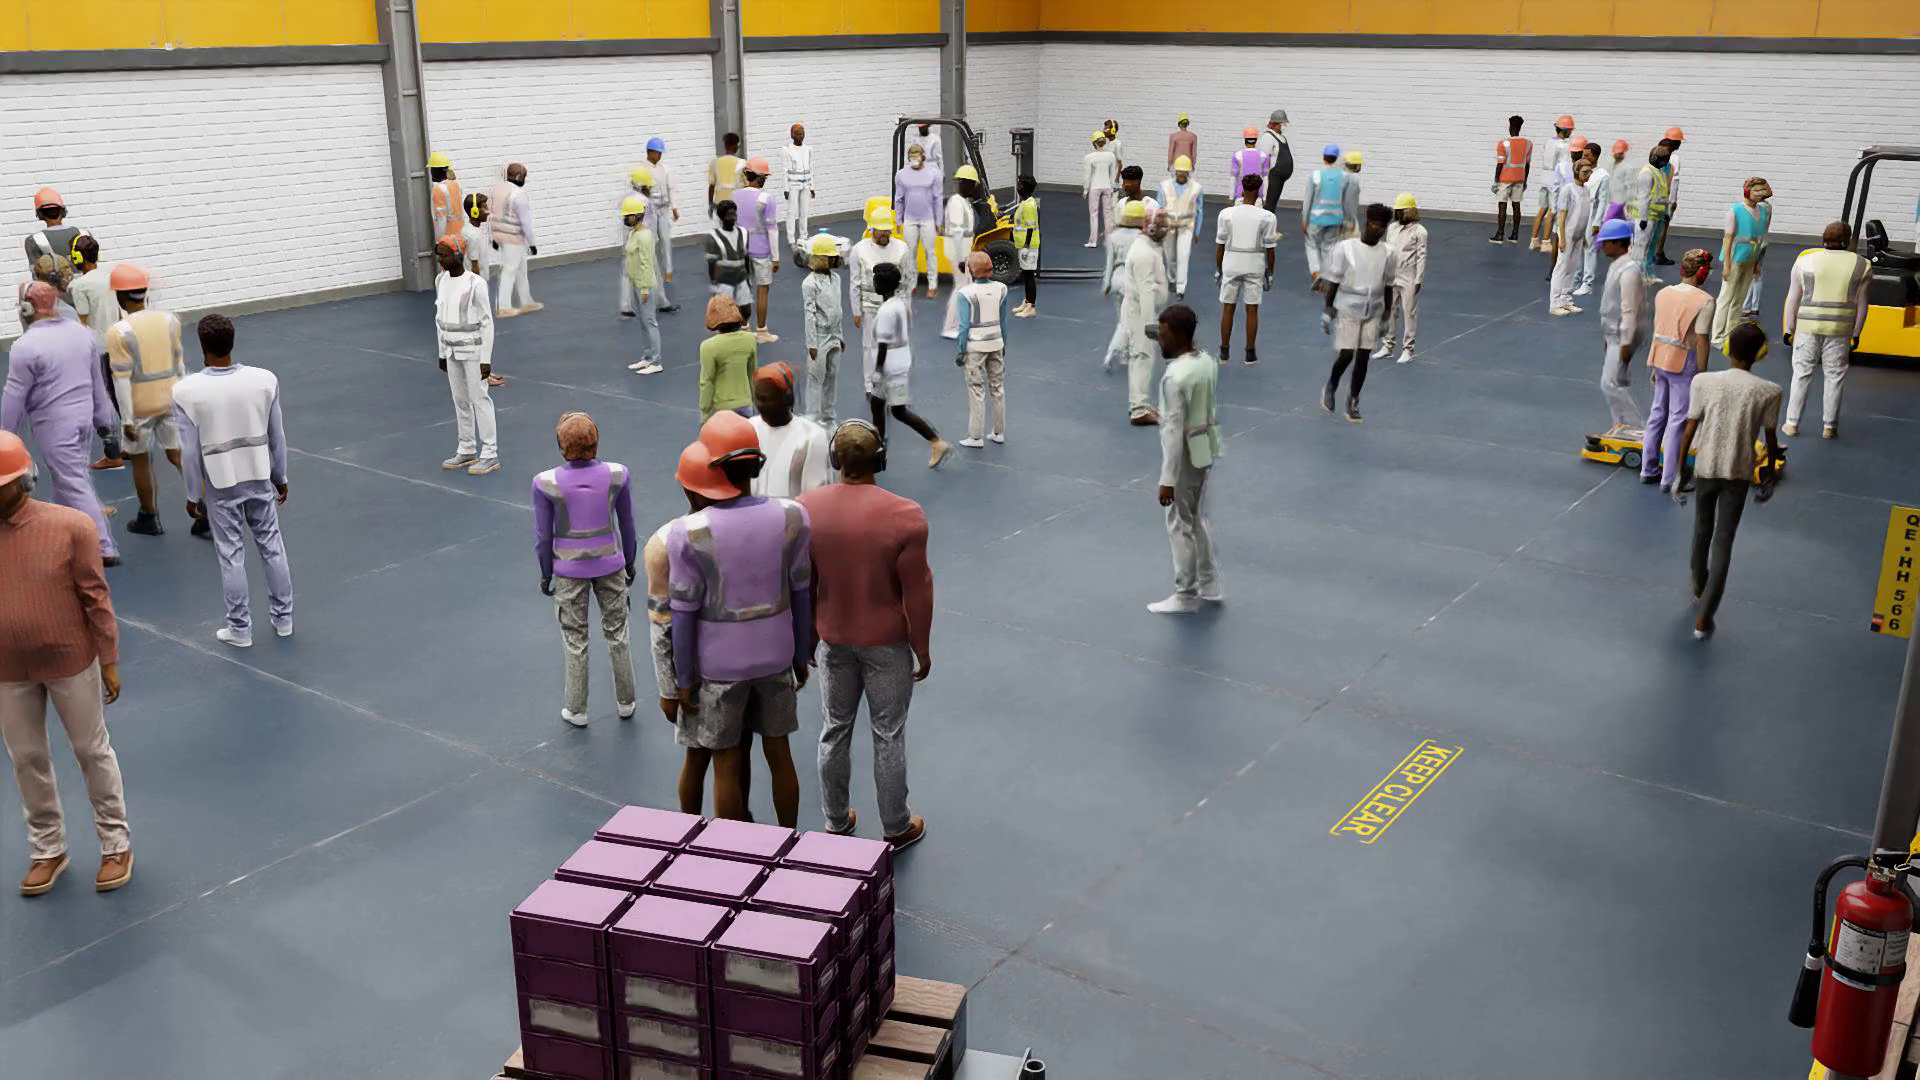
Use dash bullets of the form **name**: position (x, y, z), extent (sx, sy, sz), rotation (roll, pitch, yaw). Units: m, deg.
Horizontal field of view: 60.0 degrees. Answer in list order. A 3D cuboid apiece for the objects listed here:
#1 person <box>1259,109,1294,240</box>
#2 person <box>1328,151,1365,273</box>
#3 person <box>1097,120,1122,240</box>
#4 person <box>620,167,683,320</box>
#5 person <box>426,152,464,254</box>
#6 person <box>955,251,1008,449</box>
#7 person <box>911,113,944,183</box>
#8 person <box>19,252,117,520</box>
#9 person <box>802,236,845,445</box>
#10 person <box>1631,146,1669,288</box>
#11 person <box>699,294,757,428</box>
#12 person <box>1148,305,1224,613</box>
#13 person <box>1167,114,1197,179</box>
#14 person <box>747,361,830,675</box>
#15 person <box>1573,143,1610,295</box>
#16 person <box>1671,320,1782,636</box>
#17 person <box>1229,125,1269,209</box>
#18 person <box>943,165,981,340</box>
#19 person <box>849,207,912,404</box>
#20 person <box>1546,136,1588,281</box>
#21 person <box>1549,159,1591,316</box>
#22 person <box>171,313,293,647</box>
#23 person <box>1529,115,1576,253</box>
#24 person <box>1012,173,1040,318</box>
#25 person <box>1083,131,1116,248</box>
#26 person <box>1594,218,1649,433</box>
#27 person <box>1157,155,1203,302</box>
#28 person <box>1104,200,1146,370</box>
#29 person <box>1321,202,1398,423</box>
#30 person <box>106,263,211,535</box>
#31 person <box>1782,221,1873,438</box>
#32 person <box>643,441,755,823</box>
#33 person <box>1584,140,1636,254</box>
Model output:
- **person**: position (5.022, -5.808, 26.422), extent (0.536, 2.000, 0.688), rotation (9, 20, 27)
- **person**: position (5.147, -4.276, 22.100), extent (0.390, 1.754, 0.529), rotation (-5, 18, -14)
- **person**: position (2.400, -5.708, 26.389), extent (0.329, 1.871, 0.513), rotation (-5, 19, -16)
- **person**: position (-3.719, -3.502, 19.649), extent (0.814, 1.770, 0.574), rotation (-17, 24, -42)
- **person**: position (-6.095, -3.628, 19.785), extent (0.374, 1.928, 0.584), rotation (2, 18, 7)
- **person**: position (0.183, -1.577, 13.845), extent (0.515, 1.636, 0.315), rotation (-13, 22, -35)
- **person**: position (-0.517, -6.187, 27.855), extent (0.586, 1.901, 0.832), rotation (7, 19, 21)
- **person**: position (-6.342, -1.064, 11.770), extent (0.639, 1.928, 0.373), rotation (13, 22, 35)
- **person**: position (-1.122, -1.681, 13.995), extent (0.295, 1.744, 0.491), rotation (9, 20, 26)
- **person**: position (9.070, -4.249, 21.881), extent (0.430, 1.838, 0.624), rotation (12, 21, 33)
- **person**: position (-1.645, -0.934, 11.853), extent (0.294, 1.625, 0.502), rotation (15, 23, 40)
- **person**: position (1.394, -0.460, 9.948), extent (0.460, 1.895, 0.683), rotation (8, 19, 23)
- **person**: position (3.972, -6.734, 29.788), extent (0.532, 1.755, 0.342), rotation (-3, 18, -10)
- **person**: position (-0.880, -0.048, 8.729), extent (0.567, 1.849, 0.954), rotation (9, 20, 26)
- **person**: position (8.030, -4.109, 21.307), extent (0.391, 1.920, 0.588), rotation (-5, 19, -16)
- **person**: position (4.548, -0.400, 9.862), extent (0.513, 1.818, 0.943), rotation (13, 22, 34)
- **person**: position (4.197, -5.037, 24.188), extent (0.550, 1.933, 0.378), rotation (2, 18, 5)
- **person**: position (0.019, -3.170, 18.402), extent (0.407, 1.895, 0.649), rotation (3, 18, 10)
- **person**: position (-0.725, -2.163, 15.391), extent (0.601, 1.818, 0.403), rotation (-7, 19, -21)
- **person**: position (8.207, -4.438, 22.313), extent (0.545, 1.933, 0.376), rotation (6, 19, 18)
- **person**: position (7.328, -3.614, 19.875), extent (0.504, 1.847, 0.344), rotation (-13, 22, -35)
- **person**: position (-4.124, -0.331, 9.491), extent (0.591, 1.919, 0.392), rotation (-16, 24, -41)
- **person**: position (8.959, -5.346, 25.014), extent (0.440, 2.030, 0.621), rotation (-5, 18, -14)
- **person**: position (0.784, -3.491, 19.734), extent (0.318, 1.697, 0.535), rotation (-1, 18, -3)
- **person**: position (2.124, -5.365, 25.495), extent (0.523, 1.761, 0.323), rotation (-7, 19, -21)
- **person**: position (5.435, -1.684, 13.743), extent (0.537, 1.907, 0.624), rotation (4, 18, 14)
- **person**: position (2.774, -3.979, 21.108), extent (0.589, 1.796, 0.896), rotation (5, 18, 15)
- **person**: position (1.668, -2.569, 16.841), extent (0.510, 1.701, 0.783), rotation (12, 21, 33)
- **person**: position (3.524, -2.010, 14.716), extent (0.664, 1.935, 0.444), rotation (-3, 18, -8)
- **person**: position (-5.516, -0.937, 11.392), extent (0.737, 1.916, 0.571), rotation (10, 20, 29)
- **person**: position (7.351, -1.785, 14.169), extent (0.624, 1.841, 0.430), rotation (8, 19, 23)
- **person**: position (-1.002, 0.513, 6.849), extent (0.388, 1.924, 0.549), rotation (17, 24, 42)
- **person**: position (9.738, -5.073, 24.685), extent (0.939, 1.697, 0.566), rotation (-2, 18, -5)
